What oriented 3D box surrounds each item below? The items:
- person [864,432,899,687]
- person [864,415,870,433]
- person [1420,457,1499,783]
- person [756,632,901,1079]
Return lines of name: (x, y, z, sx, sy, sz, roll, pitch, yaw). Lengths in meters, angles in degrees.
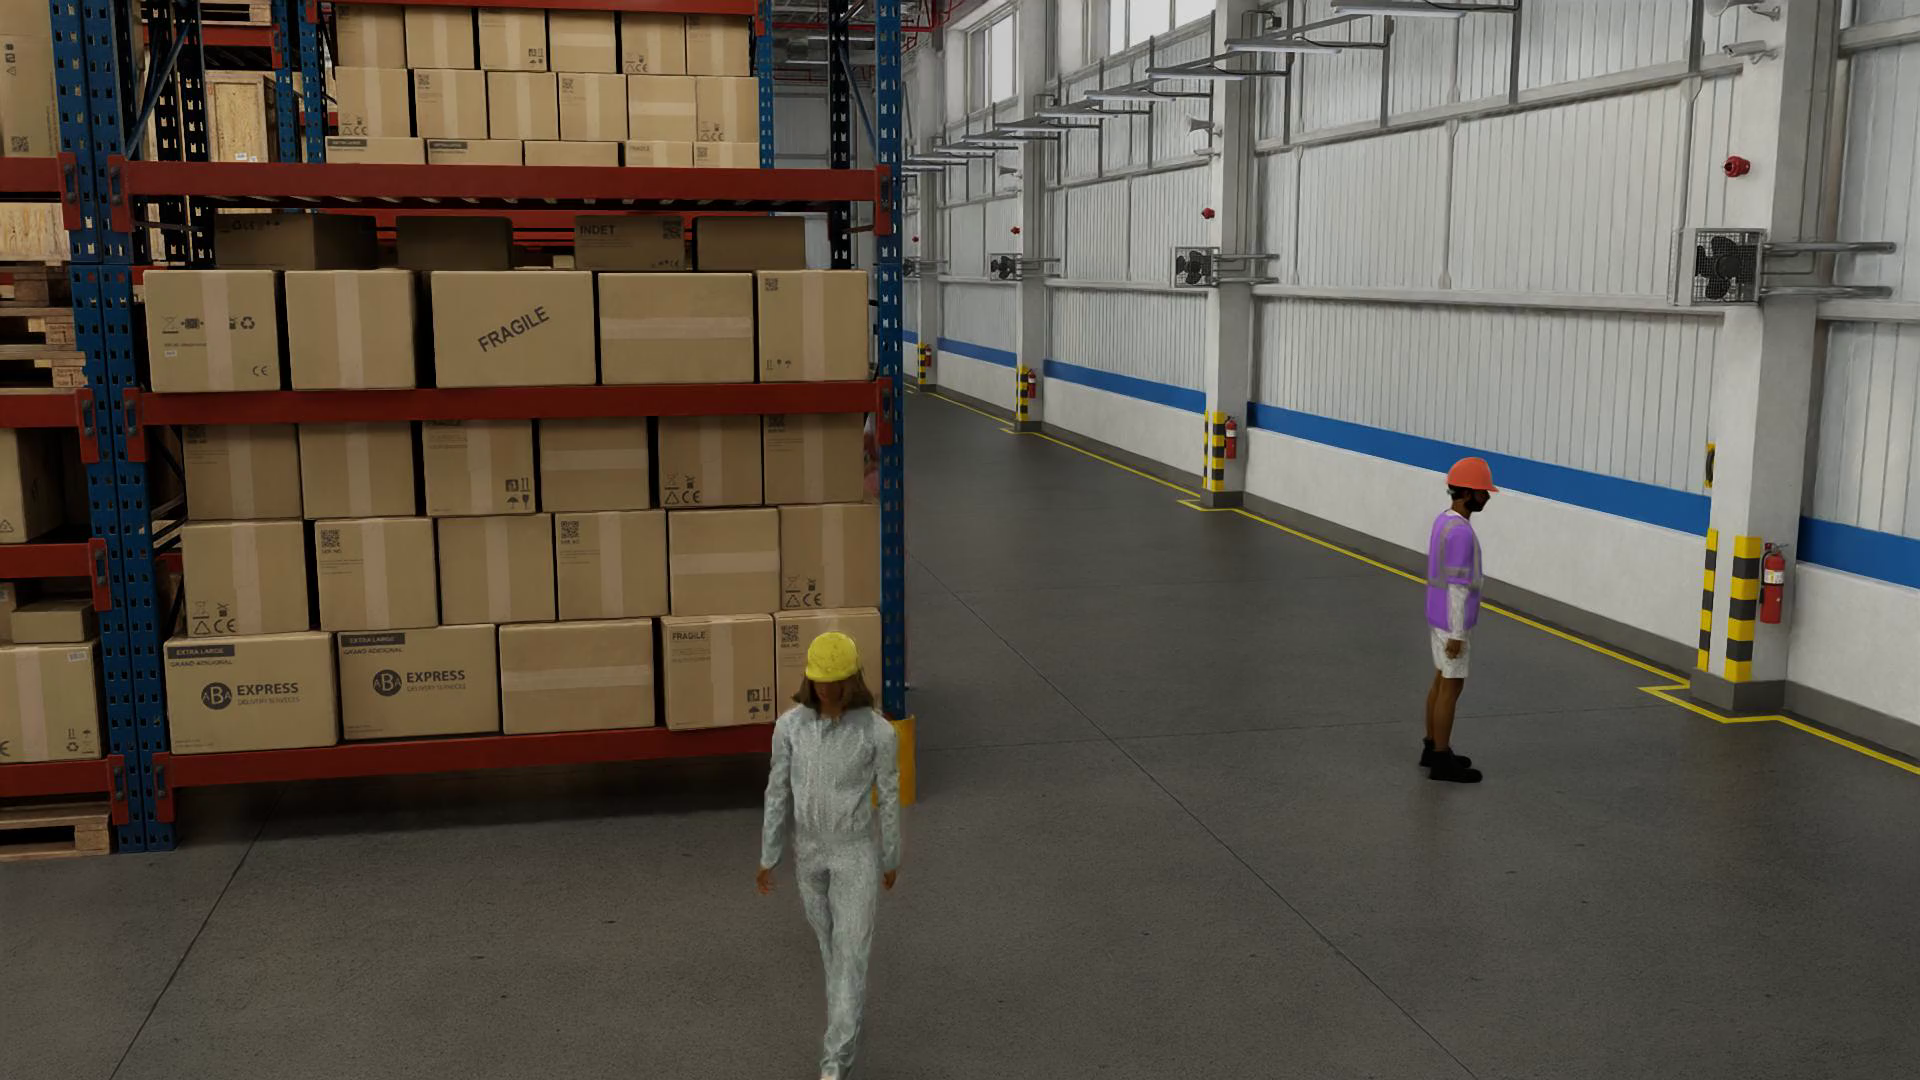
person: (-0.709, 0.167, 11.815, 0.684, 1.876, 0.710, 1, 9, 8)
person: (-1.303, -0.936, 18.849, 0.613, 1.785, 0.951, 0, 9, -1)
person: (2.953, 0.468, 9.847, 0.376, 1.930, 0.553, 1, 9, 6)
person: (-0.501, 1.191, 6.128, 0.488, 1.707, 0.864, 3, 10, 19)
